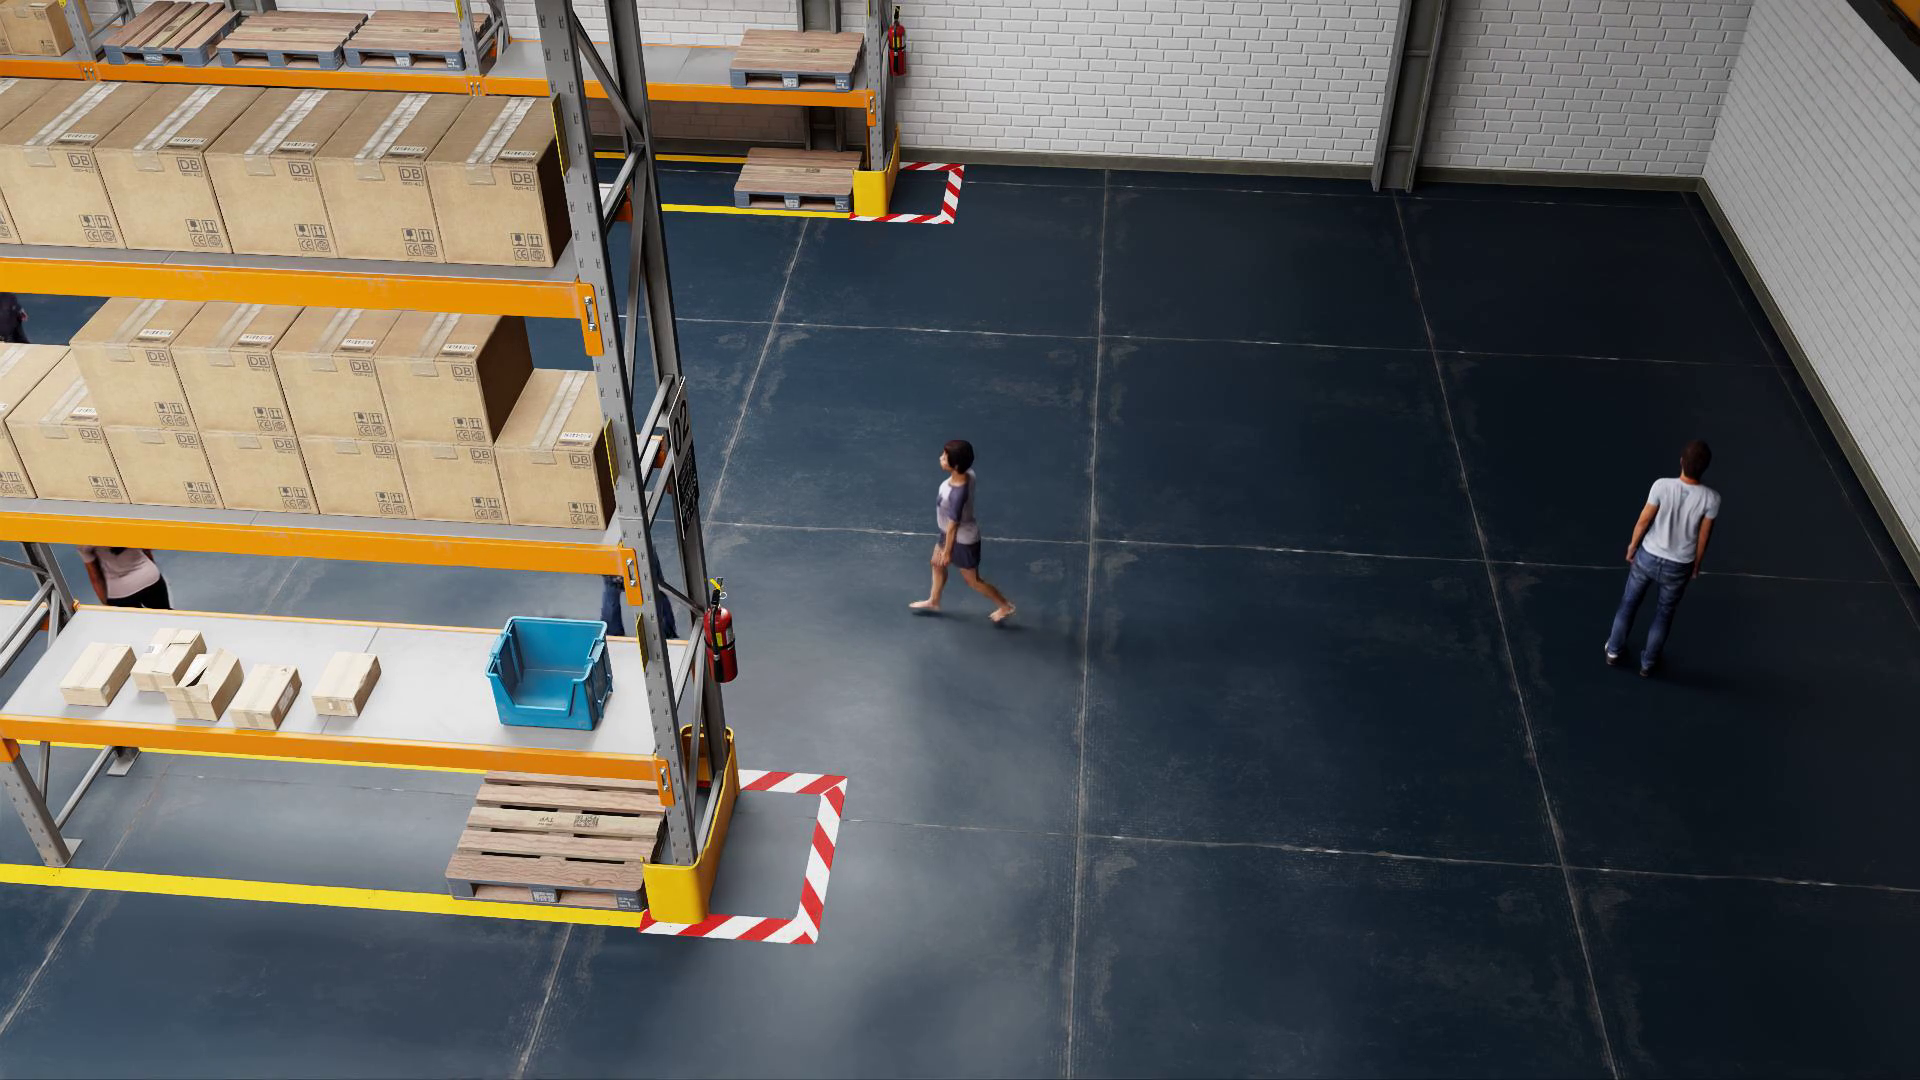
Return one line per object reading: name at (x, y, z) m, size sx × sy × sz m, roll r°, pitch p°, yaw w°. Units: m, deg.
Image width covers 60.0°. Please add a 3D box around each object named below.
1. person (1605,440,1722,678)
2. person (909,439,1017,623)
person at (4.737, 0.131, 11.168) m, size 0.614 × 1.867 × 0.756 m, roll 18°, pitch 42°, yaw 21°
person at (0.071, -0.023, 11.633) m, size 0.993 × 1.529 × 0.563 m, roll 2°, pitch 39°, yaw 3°
